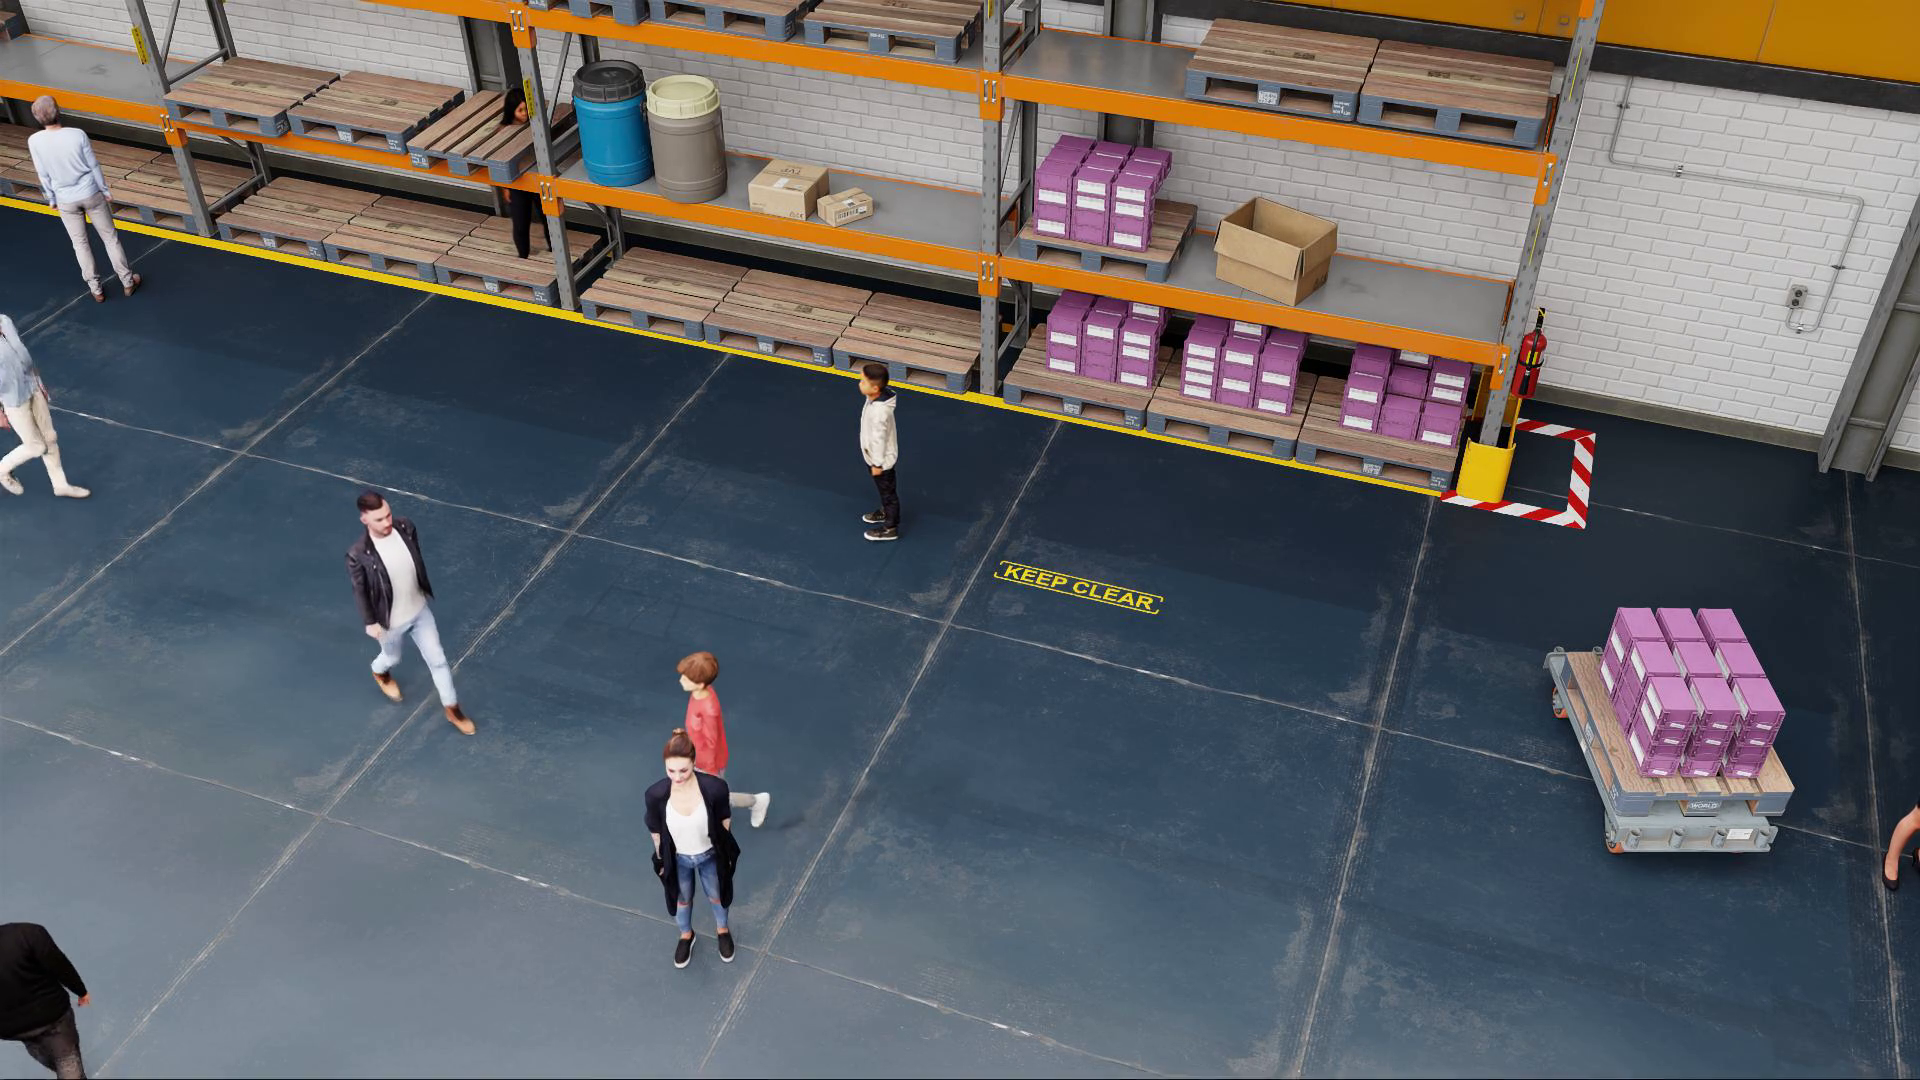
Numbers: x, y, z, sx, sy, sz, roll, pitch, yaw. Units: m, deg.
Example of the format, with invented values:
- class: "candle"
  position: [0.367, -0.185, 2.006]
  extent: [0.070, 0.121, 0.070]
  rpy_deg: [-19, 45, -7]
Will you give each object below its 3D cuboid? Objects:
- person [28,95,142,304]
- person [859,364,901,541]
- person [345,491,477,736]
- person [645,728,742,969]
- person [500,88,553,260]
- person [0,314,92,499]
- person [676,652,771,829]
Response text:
- class: "person"
  position: [-7.744, -3.004, 14.628]
  extent: [0.735, 1.892, 0.809]
  rpy_deg: [-14, 41, -17]
- class: "person"
  position: [-0.562, -0.646, 12.027]
  extent: [0.664, 1.452, 0.648]
  rpy_deg: [-7, 39, -9]
- class: "person"
  position: [-3.563, 0.411, 10.414]
  extent: [1.222, 1.814, 0.911]
  rpy_deg: [27, 46, 29]
- class: "person"
  position: [-1.425, 1.666, 8.948]
  extent: [0.653, 1.683, 0.776]
  rpy_deg: [-4, 39, -5]
- class: "person"
  position: [-3.868, -3.211, 14.950]
  extent: [0.778, 1.813, 0.831]
  rpy_deg: [-18, 42, -21]
- class: "person"
  position: [-7.010, -1.061, 12.241]
  extent: [0.953, 1.834, 0.784]
  rpy_deg: [3, 39, 4]
- class: "person"
  position: [-1.408, 1.222, 9.730]
  extent: [0.844, 1.400, 0.777]
  rpy_deg: [-15, 41, -18]
